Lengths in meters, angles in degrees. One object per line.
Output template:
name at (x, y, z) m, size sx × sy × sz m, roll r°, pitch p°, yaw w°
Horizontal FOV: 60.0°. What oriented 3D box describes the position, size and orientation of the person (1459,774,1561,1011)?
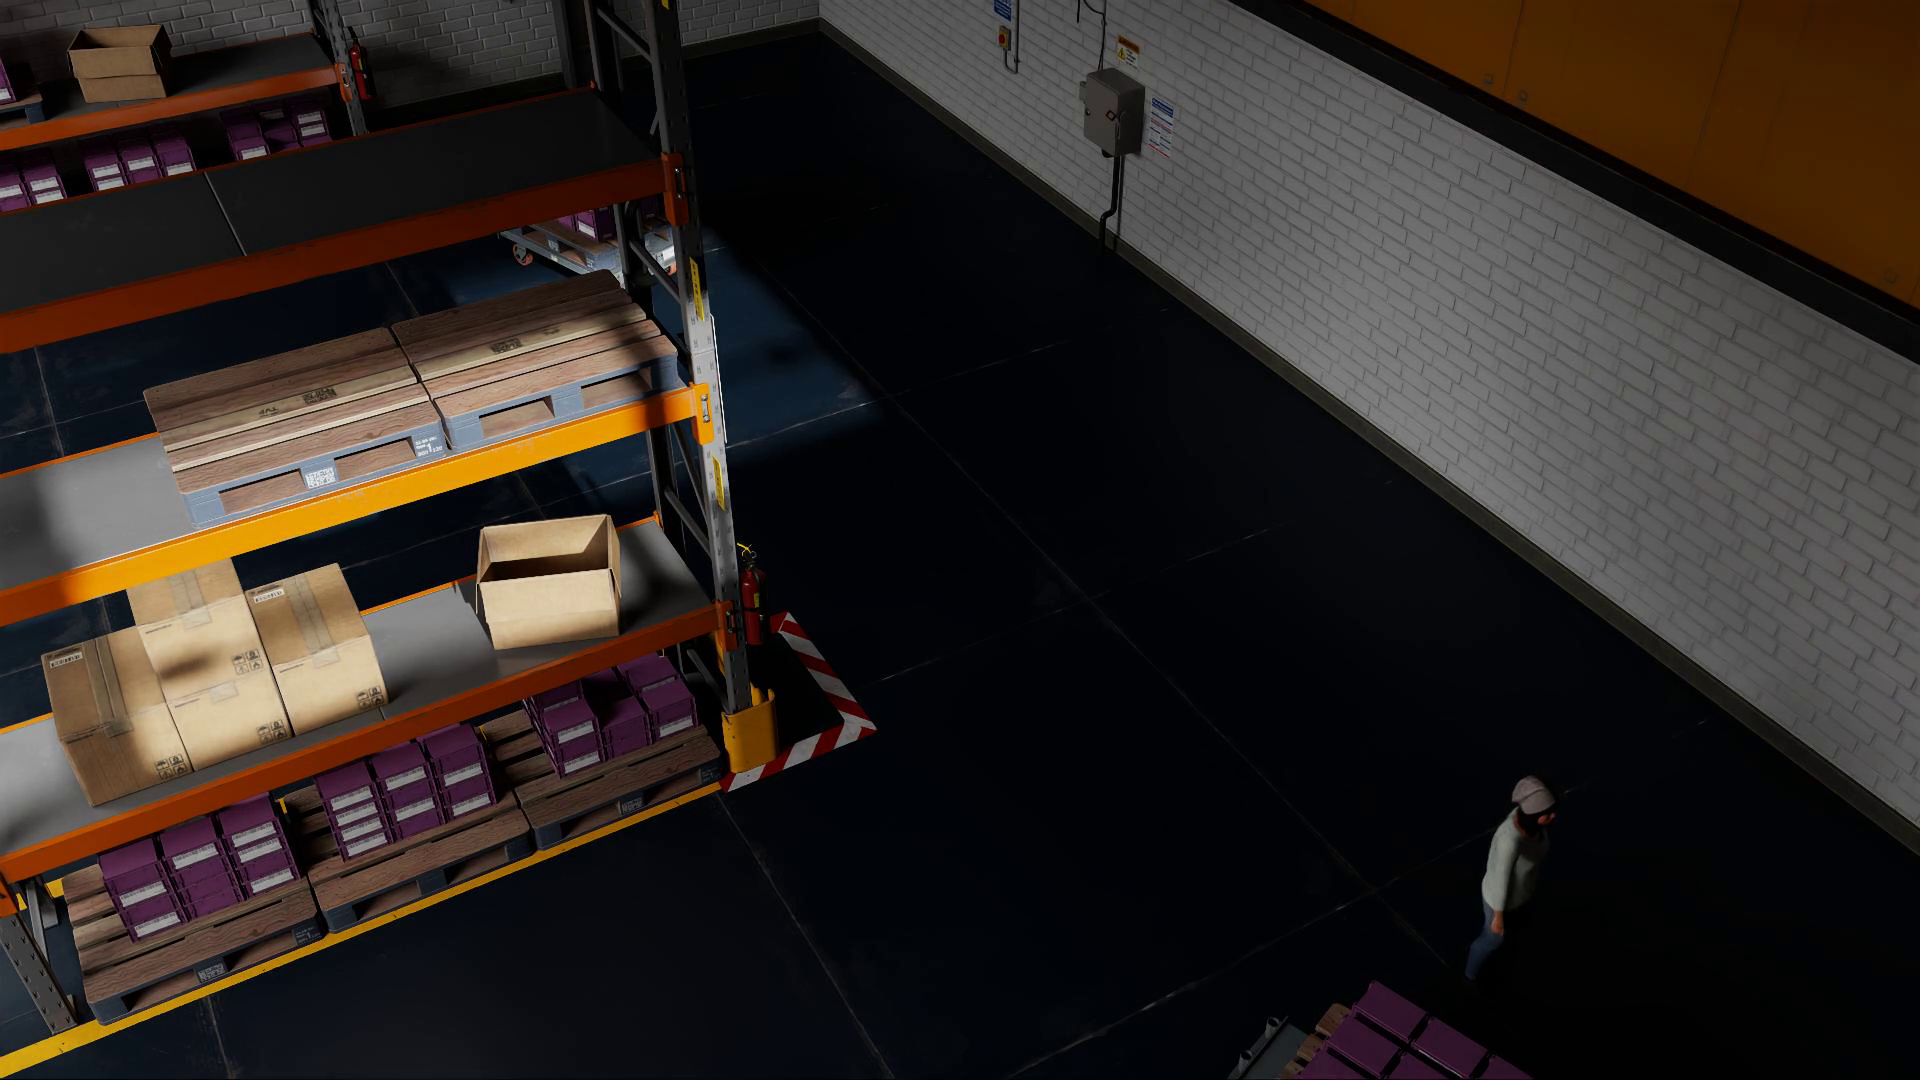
person at (2.832, 1.786, 8.631) m, size 0.737 × 1.643 × 0.604 m, roll 28°, pitch 46°, yaw 30°
